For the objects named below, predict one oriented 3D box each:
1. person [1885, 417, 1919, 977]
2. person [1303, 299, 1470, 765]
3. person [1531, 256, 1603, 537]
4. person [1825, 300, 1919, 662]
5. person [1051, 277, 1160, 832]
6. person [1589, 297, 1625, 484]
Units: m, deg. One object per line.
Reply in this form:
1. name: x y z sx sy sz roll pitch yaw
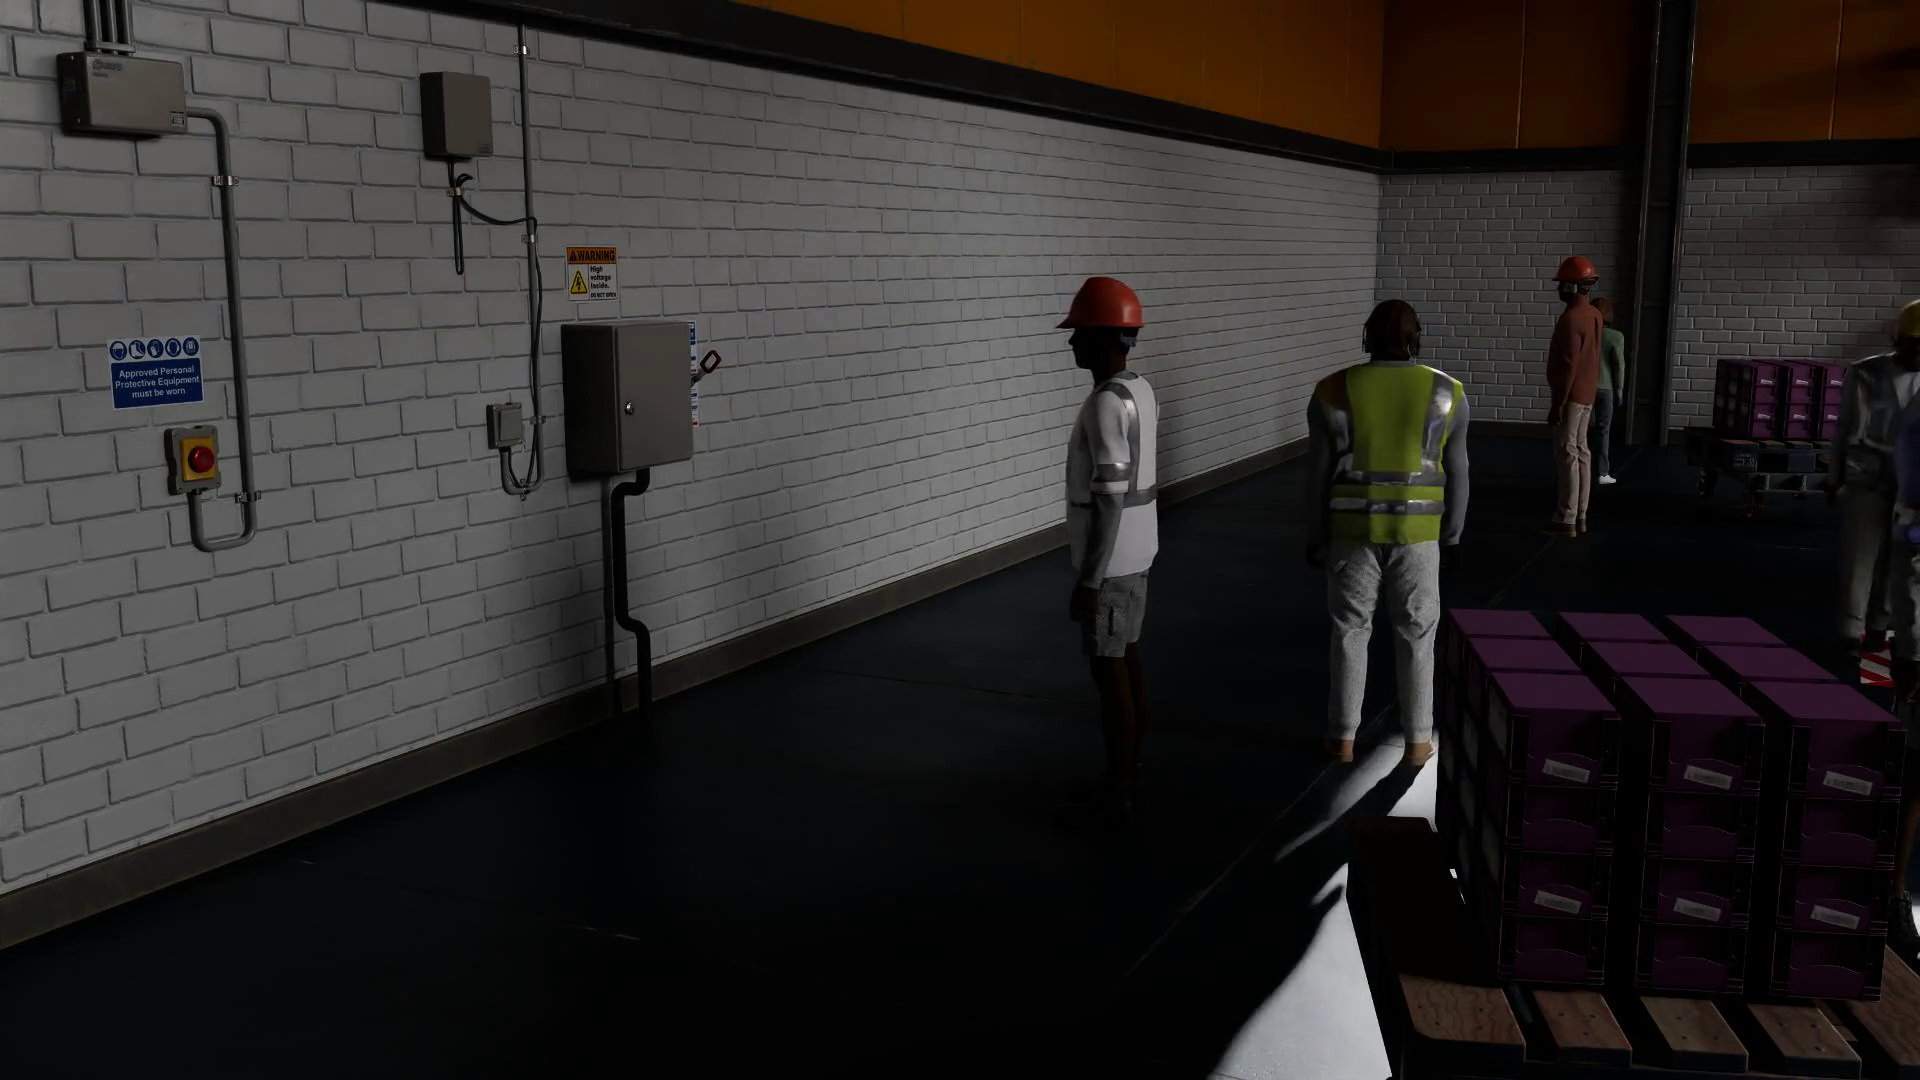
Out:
1. person: 2.850 0.272 4.630 0.543 1.927 0.375 -2 10 -13
2. person: 1.678 -0.025 6.595 0.629 1.842 0.429 2 10 12
3. person: 4.374 -1.023 11.928 0.382 1.993 0.622 7 12 37
4. person: 4.595 -0.271 8.167 0.602 1.788 0.845 5 11 26
5. person: 0.505 0.057 5.840 0.362 1.939 0.543 3 10 18
6. person: 5.582 -1.309 14.622 0.500 1.636 0.282 8 13 40
